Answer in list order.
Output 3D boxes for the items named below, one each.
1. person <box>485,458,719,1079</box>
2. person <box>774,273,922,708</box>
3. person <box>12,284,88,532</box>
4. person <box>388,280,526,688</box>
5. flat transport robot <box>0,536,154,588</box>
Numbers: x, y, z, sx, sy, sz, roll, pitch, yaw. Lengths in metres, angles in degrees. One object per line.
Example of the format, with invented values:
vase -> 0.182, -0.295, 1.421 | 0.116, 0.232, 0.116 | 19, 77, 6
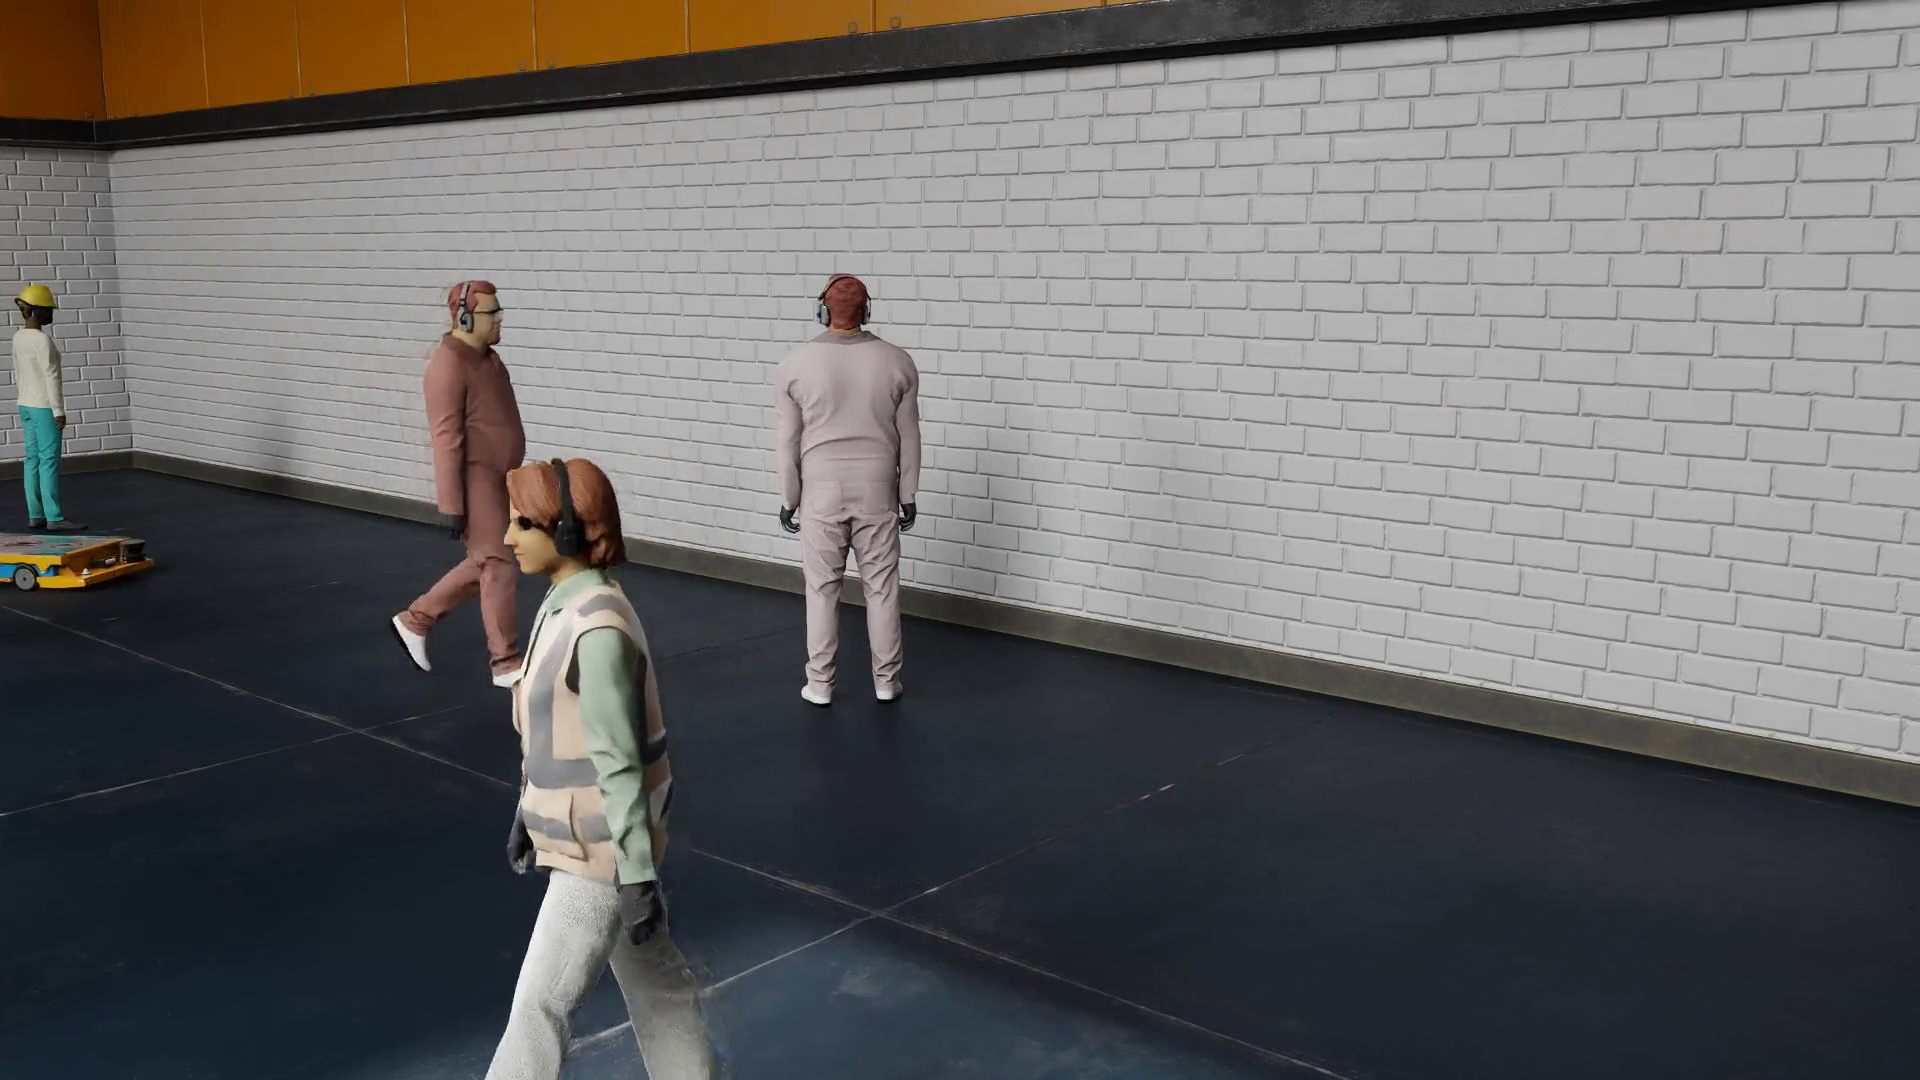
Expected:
person -> -0.844, 0.637, 3.369 | 0.815, 1.597, 0.542 | -3, 10, -17
person -> -0.493, -0.209, 7.341 | 0.641, 1.913, 0.408 | -2, 10, -10
person -> -6.557, -0.939, 11.916 | 0.523, 1.767, 0.318 | 8, 12, 37
person -> -2.267, -0.244, 7.615 | 0.743, 1.883, 0.647 | 0, 10, -1
flat transport robot -> -5.777, 0.118, 10.147 | 1.431, 0.197, 0.652 | 2, 10, 9
